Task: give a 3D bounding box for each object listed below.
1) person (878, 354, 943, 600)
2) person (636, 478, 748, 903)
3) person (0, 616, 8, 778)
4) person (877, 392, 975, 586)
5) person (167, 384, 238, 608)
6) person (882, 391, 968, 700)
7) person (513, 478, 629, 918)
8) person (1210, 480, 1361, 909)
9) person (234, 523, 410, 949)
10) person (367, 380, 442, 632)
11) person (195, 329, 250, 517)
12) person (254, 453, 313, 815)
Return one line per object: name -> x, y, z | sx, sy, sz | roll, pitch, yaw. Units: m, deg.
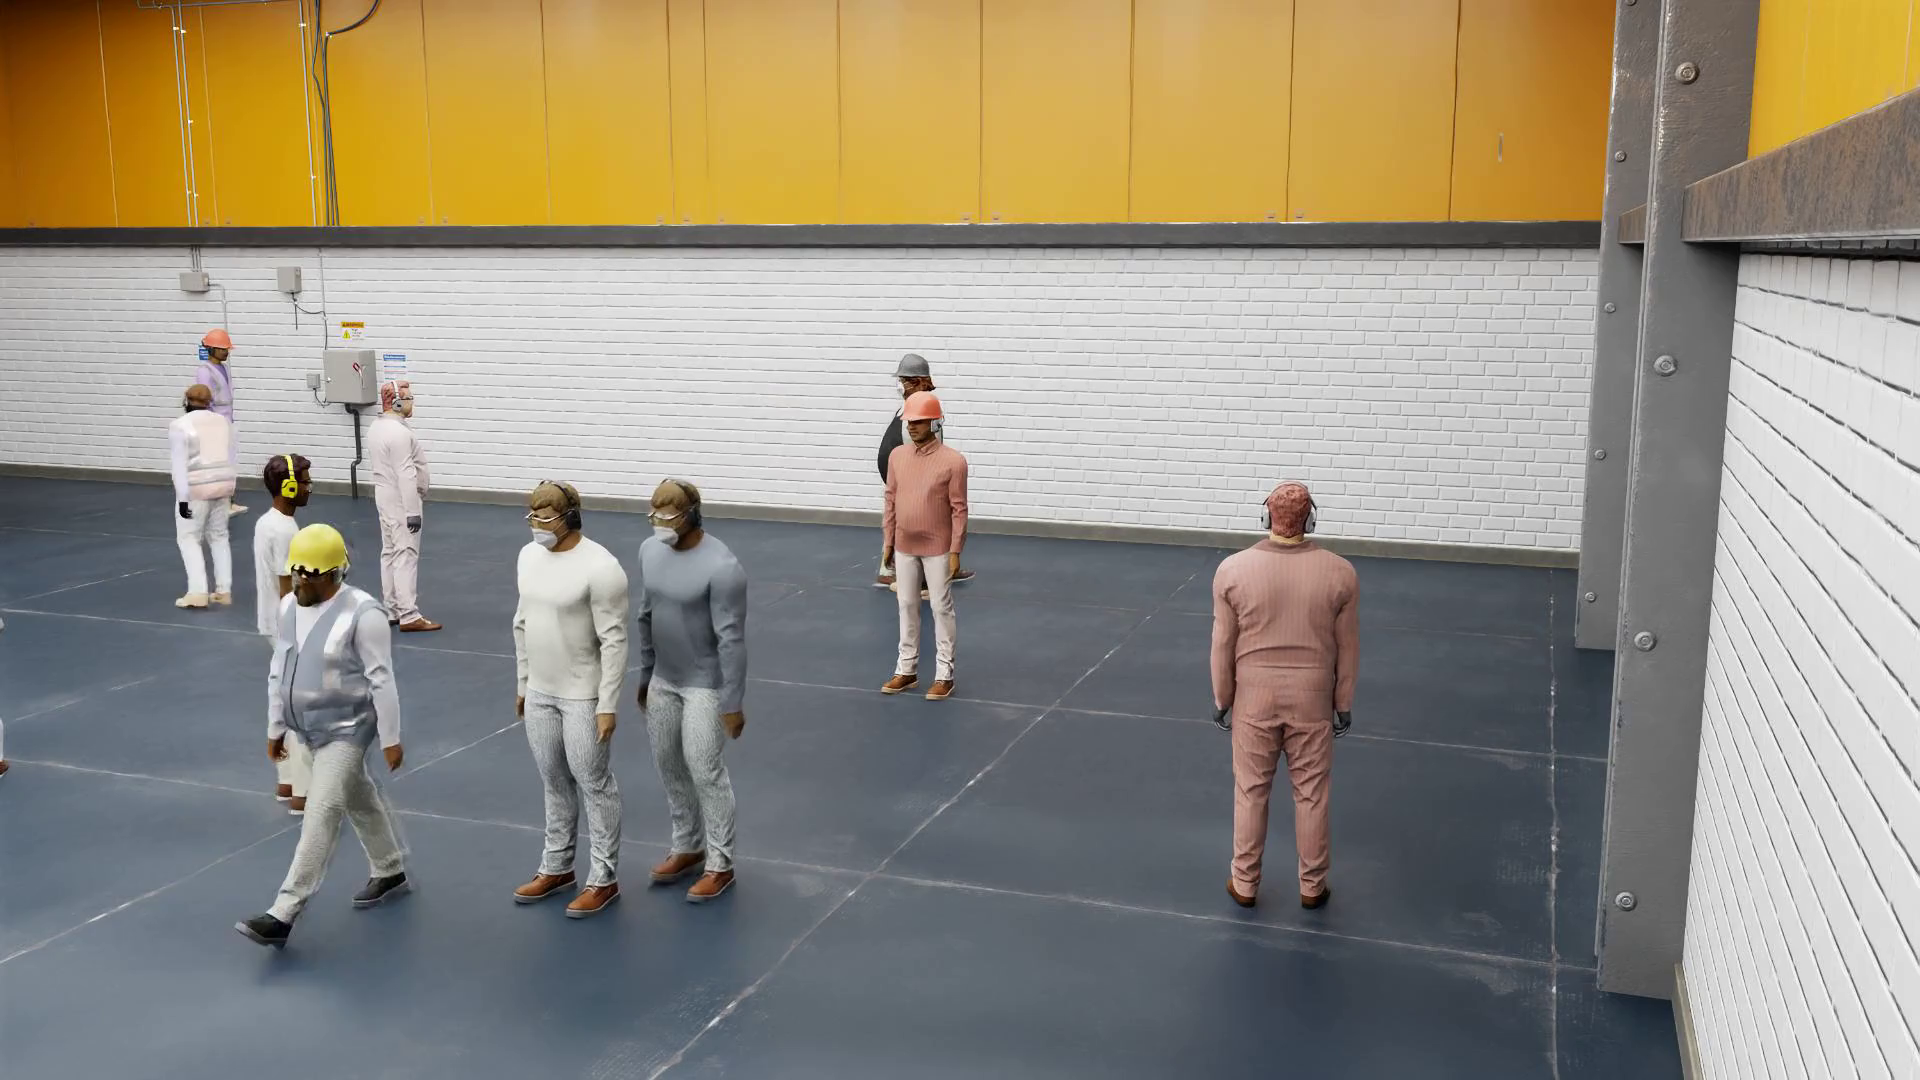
person -> -0.412, -0.522, 13.757 | 0.536, 2.000, 0.677 | -2, 10, -9
person -> -1.188, 0.660, 7.448 | 0.653, 1.917, 0.418 | 8, 13, 39
person -> -5.470, 0.409, 8.999 | 0.509, 1.872, 0.328 | -8, 13, -39
person -> -0.317, -0.495, 14.220 | 0.850, 1.827, 0.516 | 0, 10, 2
person -> -6.143, -0.363, 13.545 | 0.457, 1.803, 0.654 | 5, 11, 28
person -> -0.237, 0.034, 10.759 | 0.611, 1.995, 0.375 | 6, 12, 29
person -> -1.715, 0.681, 7.286 | 0.627, 1.935, 0.371 | 7, 12, 34
person -> 1.423, 0.687, 7.331 | 0.641, 1.908, 0.407 | 1, 10, 7
person -> -2.736, 0.803, 7.050 | 0.622, 1.764, 0.964 | 6, 12, 30
person -> -4.233, -0.257, 12.648 | 0.409, 1.908, 0.639 | -8, 13, -36
person -> -7.959, -1.251, 17.921 | 0.413, 2.030, 0.610 | -1, 10, -3
person -> -3.446, 0.479, 8.639 | 0.363, 1.858, 0.552 | -5, 11, -28
